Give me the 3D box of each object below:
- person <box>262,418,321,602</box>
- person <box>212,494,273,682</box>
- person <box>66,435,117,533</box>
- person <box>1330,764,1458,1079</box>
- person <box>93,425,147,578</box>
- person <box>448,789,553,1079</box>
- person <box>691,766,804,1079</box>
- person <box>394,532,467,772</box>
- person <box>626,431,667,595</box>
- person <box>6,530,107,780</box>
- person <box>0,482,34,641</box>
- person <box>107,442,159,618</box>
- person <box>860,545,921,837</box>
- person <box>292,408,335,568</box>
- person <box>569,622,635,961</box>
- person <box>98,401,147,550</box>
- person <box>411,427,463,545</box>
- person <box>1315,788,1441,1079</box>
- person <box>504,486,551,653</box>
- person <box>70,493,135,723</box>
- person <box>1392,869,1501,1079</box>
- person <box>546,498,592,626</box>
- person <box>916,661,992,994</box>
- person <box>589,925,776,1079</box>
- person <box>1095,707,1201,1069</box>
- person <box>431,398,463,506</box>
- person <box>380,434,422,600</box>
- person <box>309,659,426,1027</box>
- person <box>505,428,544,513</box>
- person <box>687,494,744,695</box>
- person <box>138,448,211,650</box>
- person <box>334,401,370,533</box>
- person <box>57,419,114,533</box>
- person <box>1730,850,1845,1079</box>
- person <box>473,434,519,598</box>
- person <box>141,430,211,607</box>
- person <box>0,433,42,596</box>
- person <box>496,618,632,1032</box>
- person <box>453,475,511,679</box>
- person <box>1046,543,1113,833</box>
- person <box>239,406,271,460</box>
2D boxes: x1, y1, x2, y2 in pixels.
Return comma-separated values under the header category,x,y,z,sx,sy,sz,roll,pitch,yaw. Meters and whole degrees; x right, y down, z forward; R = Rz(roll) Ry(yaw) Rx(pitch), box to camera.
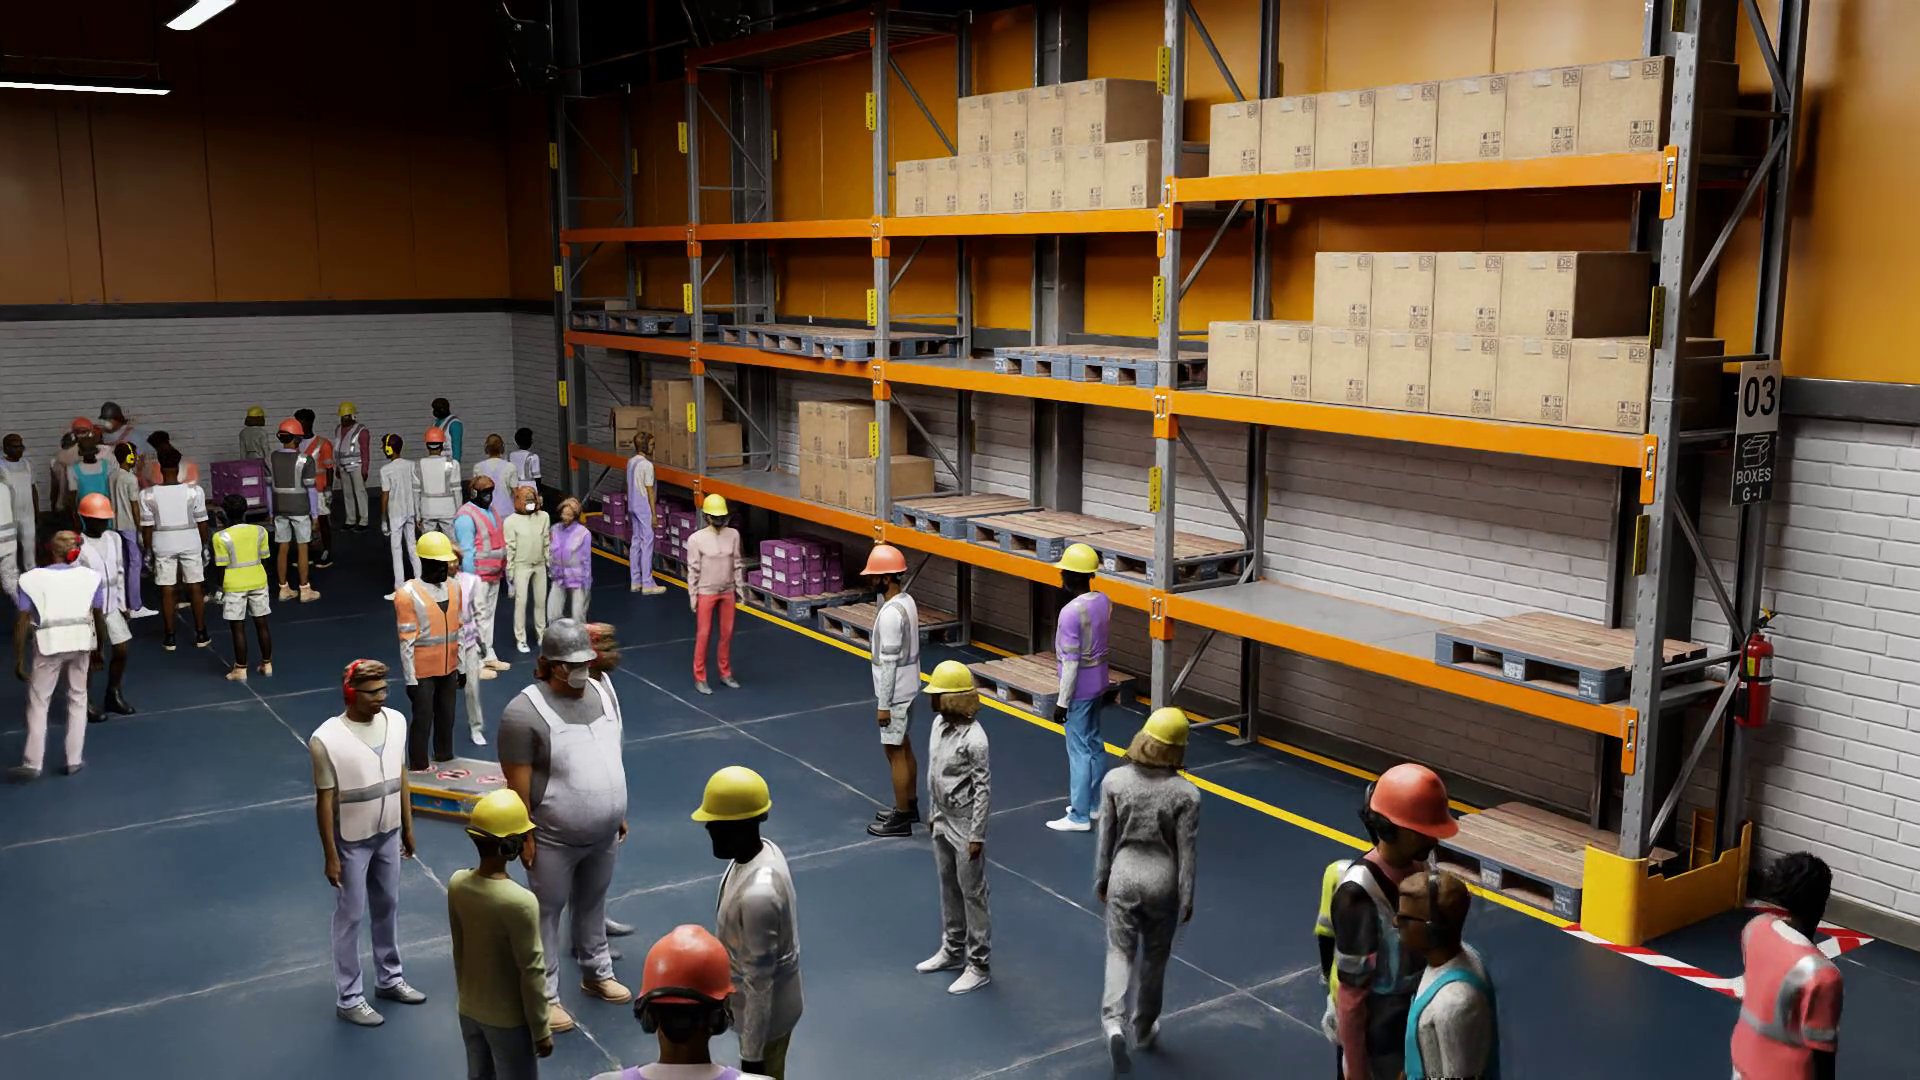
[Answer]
category,x,y,z,sx,sy,sz,roll,pitch,yaw
person,-7.357,-0.327,18.378,0.601,2.035,0.406,1,10,7
person,-6.435,0.428,14.927,0.320,1.692,0.531,7,12,36
person,-9.670,-0.270,18.629,0.539,1.824,0.558,-6,11,-30
person,1.574,1.779,6.028,0.409,2.028,0.615,8,13,40
person,-10.011,-0.443,19.615,0.714,1.855,0.348,-1,10,-9
person,-1.774,1.834,6.490,0.525,1.761,0.335,8,12,39
person,-0.797,1.786,6.313,0.401,1.918,0.584,-2,10,-11
person,-3.652,0.913,11.600,0.393,1.864,0.582,5,11,29
person,-3.570,-0.306,18.786,0.326,1.843,0.516,-8,13,-40
person,-6.629,0.835,12.216,0.709,1.801,0.417,-8,13,-40
person,-9.444,0.079,16.307,0.816,1.916,0.612,4,10,23
person,-8.767,-0.105,17.577,0.510,1.860,0.333,7,12,35
person,-0.458,0.988,10.955,0.388,1.929,0.546,2,10,9
person,-7.950,-0.638,20.378,0.608,1.966,0.374,3,10,16
person,-2.018,1.350,9.074,0.380,1.844,0.567,0,10,1
person,-10.622,-0.801,21.122,0.705,2.000,0.849,2,10,14
person,-5.798,-0.296,18.503,0.547,1.930,0.380,0,10,-3
person,1.716,1.837,6.794,0.548,1.632,0.801,1,10,6
person,-4.148,0.276,16.033,0.288,1.624,0.506,10,14,44
person,-7.027,0.556,13.571,0.502,1.911,0.569,4,10,21
person,1.496,1.963,5.555,0.848,1.809,0.501,4,11,24
person,-3.570,0.409,15.269,0.533,1.609,0.369,4,11,25
person,-0.029,1.475,8.630,0.319,1.743,0.488,-6,11,-30
person,-0.716,2.032,4.509,0.605,2.036,0.383,0,10,2
person,0.854,1.644,7.792,0.502,1.703,0.646,4,10,20
person,-7.253,-1.094,23.466,0.635,1.832,0.429,9,13,41
person,-6.203,-0.249,18.425,0.338,1.859,0.514,6,11,31
person,-2.973,1.485,8.296,0.394,1.838,0.560,5,11,27
person,-5.393,-0.549,20.647,0.540,1.695,0.317,5,11,25
person,-2.126,0.466,14.521,0.532,1.761,0.338,-8,12,-38
person,-7.598,0.087,16.127,0.604,1.966,0.367,-5,11,-26
person,-8.405,-1.006,22.973,0.591,1.824,0.403,5,11,27
person,-10.077,-0.438,19.339,0.659,1.918,1.016,-3,10,-20
person,2.995,1.948,6.044,0.551,1.677,0.568,-1,10,-3
person,-5.144,-0.266,18.547,0.513,1.846,0.335,0,10,-2
person,-8.561,-0.247,18.233,0.689,1.911,0.748,-2,10,-10
person,-10.586,-0.283,18.680,0.340,1.839,0.505,5,11,29
person,-1.902,1.386,8.282,0.536,2.000,0.676,7,12,37
person,-4.325,0.324,15.110,0.430,1.841,0.624,2,10,9
person,0.795,0.975,11.021,0.361,1.930,0.588,5,11,28
person,-9.764,-0.995,23.136,0.490,1.741,0.322,4,10,21
